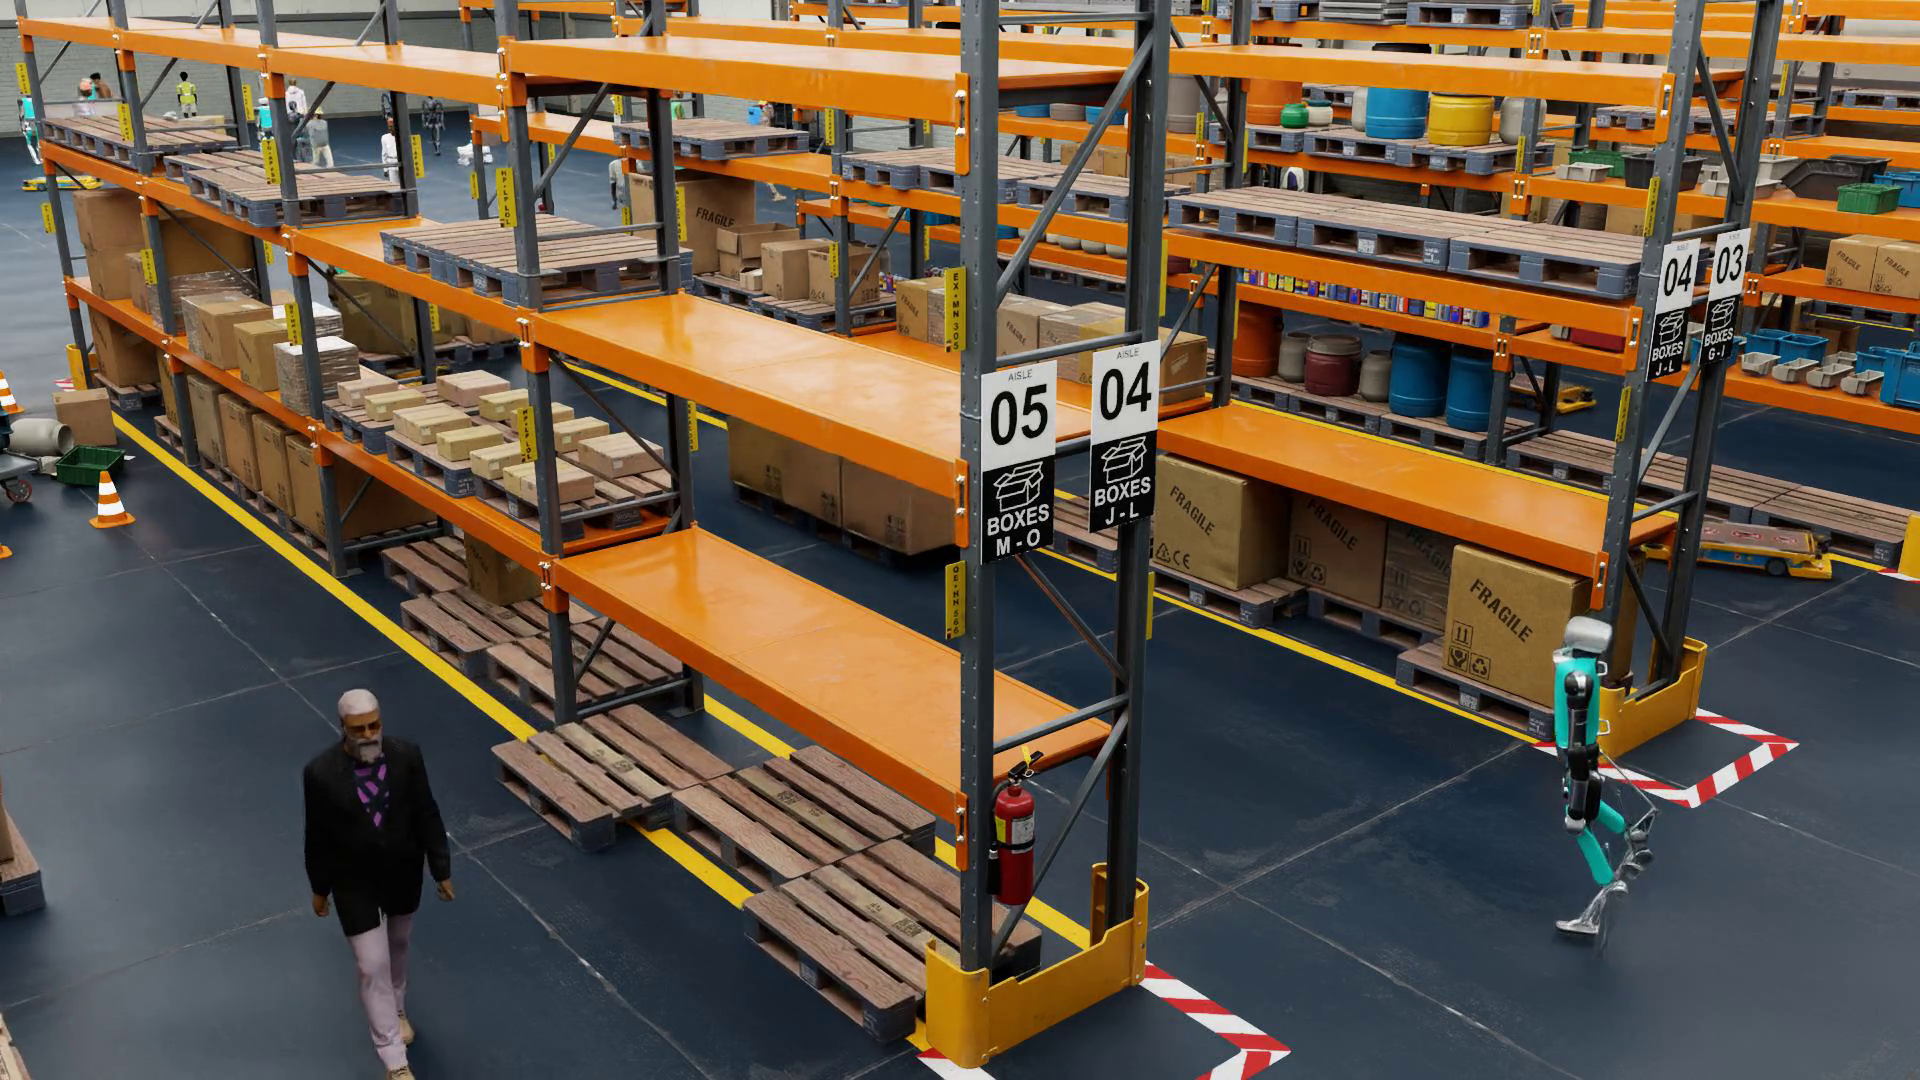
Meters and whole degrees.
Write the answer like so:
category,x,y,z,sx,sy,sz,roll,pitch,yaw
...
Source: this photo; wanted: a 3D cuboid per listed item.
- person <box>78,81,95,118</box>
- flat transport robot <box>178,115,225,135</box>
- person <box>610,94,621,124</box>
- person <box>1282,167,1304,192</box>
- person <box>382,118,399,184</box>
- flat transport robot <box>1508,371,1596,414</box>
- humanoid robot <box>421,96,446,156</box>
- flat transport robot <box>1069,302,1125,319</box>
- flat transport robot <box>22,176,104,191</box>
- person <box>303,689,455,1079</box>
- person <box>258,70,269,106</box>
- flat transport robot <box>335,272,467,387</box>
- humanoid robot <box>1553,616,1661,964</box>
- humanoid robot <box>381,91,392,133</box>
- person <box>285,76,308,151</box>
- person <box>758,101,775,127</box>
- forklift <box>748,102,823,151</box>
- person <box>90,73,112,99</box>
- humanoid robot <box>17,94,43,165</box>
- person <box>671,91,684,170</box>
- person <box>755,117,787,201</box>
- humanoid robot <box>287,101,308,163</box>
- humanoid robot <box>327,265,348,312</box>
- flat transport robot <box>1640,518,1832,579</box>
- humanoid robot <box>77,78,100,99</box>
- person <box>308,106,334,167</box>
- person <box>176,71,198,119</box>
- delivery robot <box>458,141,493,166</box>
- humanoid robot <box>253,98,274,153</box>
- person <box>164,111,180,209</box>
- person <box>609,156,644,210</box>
category,x,y,z,sx,sy,sz,roll,pitch,yaw
person,-20.439,-9.701,38.938,0.932,2.009,0.609,-4,20,-11
flat transport robot,-18.933,-9.772,41.747,1.431,0.231,0.659,-3,20,-8
person,-7.664,-9.162,37.573,0.378,1.888,0.564,-6,20,-17
person,5.422,-5.469,27.126,0.393,1.844,0.563,6,20,17
person,-10.639,-7.024,31.492,0.584,1.882,0.341,2,19,5
flat transport robot,6.356,-1.687,18.737,0.659,0.231,1.431,-14,24,-34
humanoid robot,-13.187,-10.463,41.658,0.589,1.622,0.784,-1,19,-3
flat transport robot,1.485,-1.985,19.585,0.659,0.231,1.431,-15,24,-37
flat transport robot,-19.273,-7.656,35.726,1.431,0.231,0.659,-2,19,-5
person,-2.487,1.526,7.252,0.570,1.816,0.919,-13,23,-33
person,-19.860,-12.708,47.682,0.401,1.876,0.498,8,21,22
flat transport robot,-6.584,-1.987,19.592,1.431,0.231,0.659,18,26,41
humanoid robot,3.208,1.303,8.188,0.711,1.901,0.542,6,20,16
humanoid robot,-14.793,-11.094,43.362,0.599,1.659,0.315,0,19,-1
person,-16.821,-10.800,42.208,0.497,1.898,0.631,-2,19,-6
person,-4.357,-9.090,37.550,0.405,1.761,0.545,8,21,22
forklift,-4.526,-11.368,42.374,1.129,2.768,1.873,-15,24,-37
person,-22.950,-11.576,44.538,0.780,1.813,0.925,-9,21,-25
humanoid robot,-22.127,-9.776,39.712,0.550,1.894,0.775,-12,23,-31
person,-6.476,-9.418,38.168,0.404,1.977,0.484,-8,21,-21
person,-4.029,-7.731,33.796,0.929,1.685,0.501,3,20,9
humanoid robot,-15.087,-9.123,37.762,0.584,1.648,0.366,2,19,6
humanoid robot,-7.578,-3.016,20.468,0.543,1.856,0.841,-17,25,-39
flat transport robot,6.421,0.053,13.785,1.431,0.231,0.659,8,21,22
humanoid robot,-22.841,-11.241,43.865,0.572,1.872,0.848,-5,20,-14
person,-13.915,-8.561,36.100,0.887,1.724,0.536,12,22,30
person,-21.757,-12.329,46.862,0.539,1.699,0.316,-13,23,-32
delivery robot,-11.653,-9.289,39.966,0.814,0.611,0.499,-15,24,-36
humanoid robot,-15.610,-9.026,37.399,0.536,1.789,0.676,-17,26,-40
person,-15.496,-7.564,33.067,0.516,1.859,0.873,3,20,9
person,-5.492,-5.683,27.659,0.602,1.901,1.009,7,20,18
